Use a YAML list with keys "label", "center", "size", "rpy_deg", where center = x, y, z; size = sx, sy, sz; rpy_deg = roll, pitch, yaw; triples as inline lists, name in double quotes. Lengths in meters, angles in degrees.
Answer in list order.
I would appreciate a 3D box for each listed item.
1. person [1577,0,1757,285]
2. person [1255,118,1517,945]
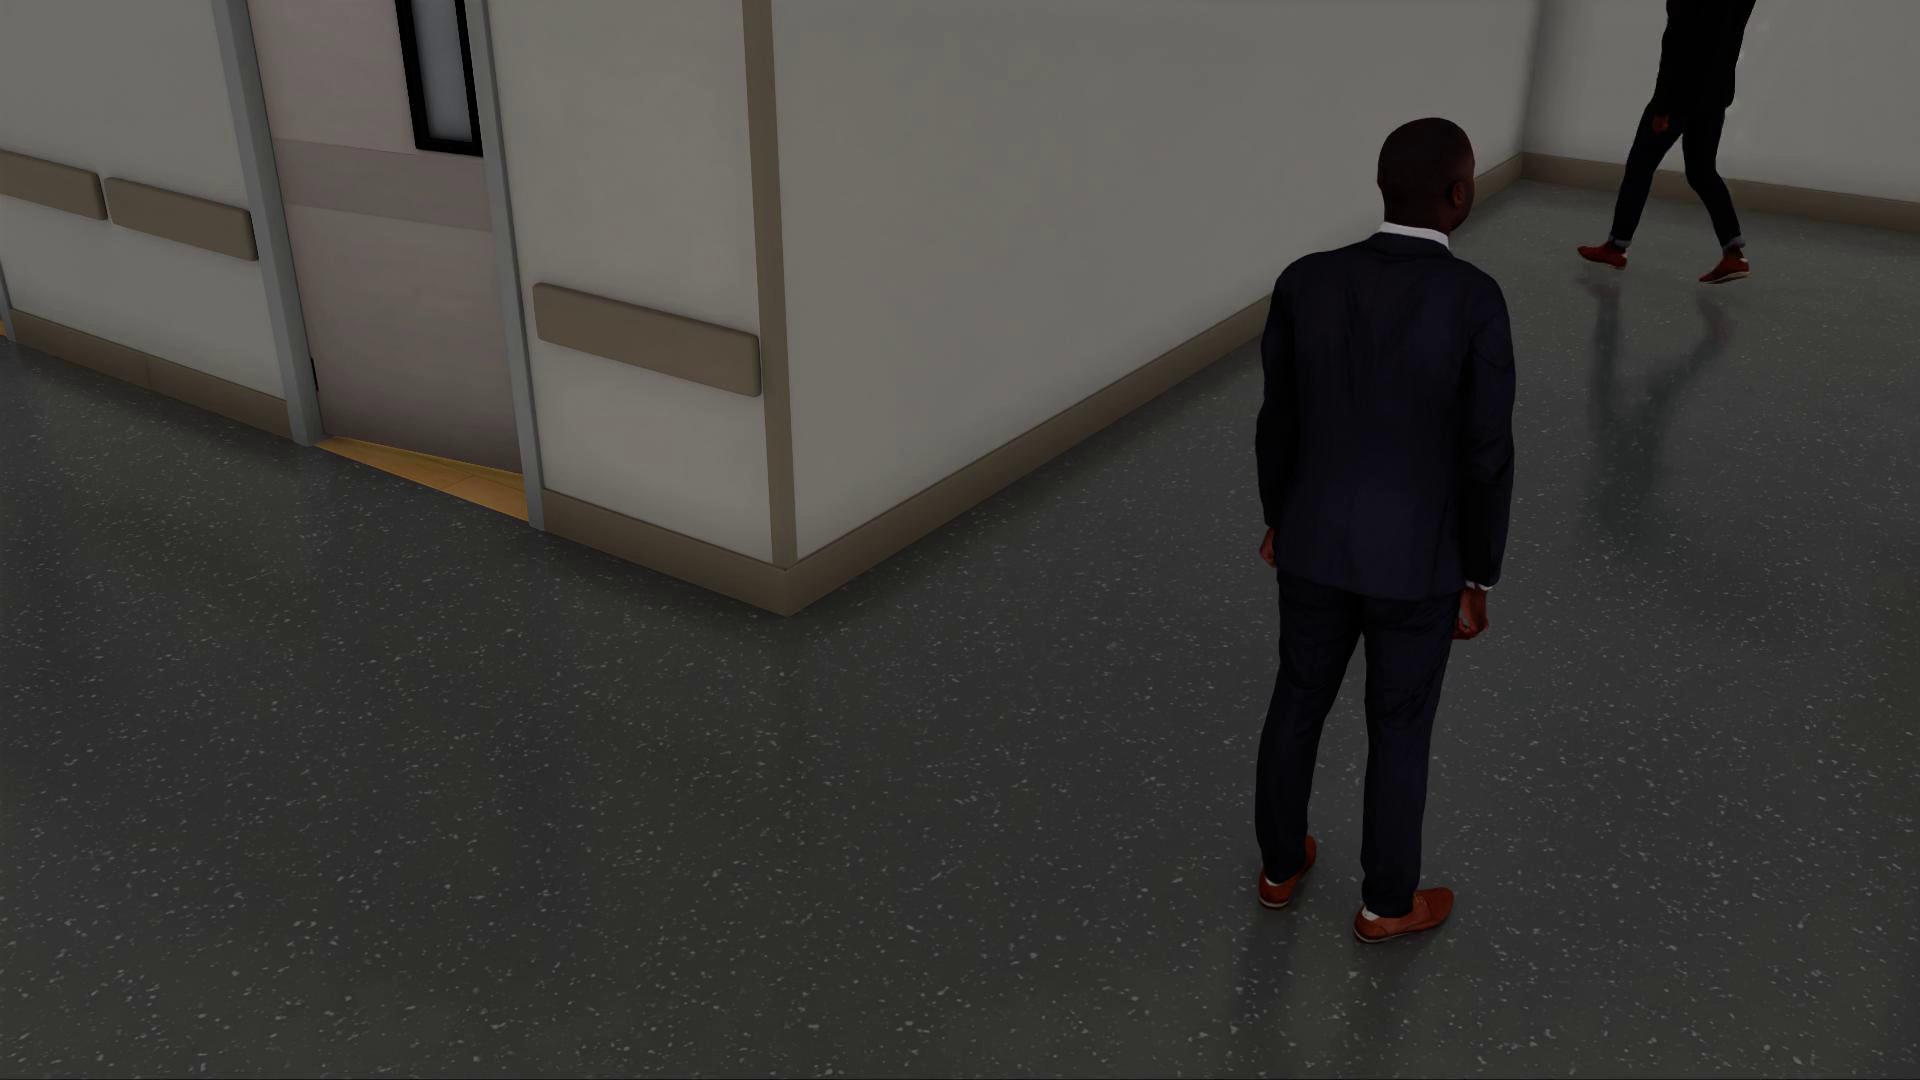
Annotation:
- label: "person"
  center: [3.540, -2.063, 7.893]
  size: [1.210, 1.782, 1.135]
  rpy_deg: [-11, 28, -21]
- label: "person"
  center: [0.870, 0.027, 3.511]
  size: [0.704, 1.824, 0.588]
  rpy_deg: [19, 32, 34]
